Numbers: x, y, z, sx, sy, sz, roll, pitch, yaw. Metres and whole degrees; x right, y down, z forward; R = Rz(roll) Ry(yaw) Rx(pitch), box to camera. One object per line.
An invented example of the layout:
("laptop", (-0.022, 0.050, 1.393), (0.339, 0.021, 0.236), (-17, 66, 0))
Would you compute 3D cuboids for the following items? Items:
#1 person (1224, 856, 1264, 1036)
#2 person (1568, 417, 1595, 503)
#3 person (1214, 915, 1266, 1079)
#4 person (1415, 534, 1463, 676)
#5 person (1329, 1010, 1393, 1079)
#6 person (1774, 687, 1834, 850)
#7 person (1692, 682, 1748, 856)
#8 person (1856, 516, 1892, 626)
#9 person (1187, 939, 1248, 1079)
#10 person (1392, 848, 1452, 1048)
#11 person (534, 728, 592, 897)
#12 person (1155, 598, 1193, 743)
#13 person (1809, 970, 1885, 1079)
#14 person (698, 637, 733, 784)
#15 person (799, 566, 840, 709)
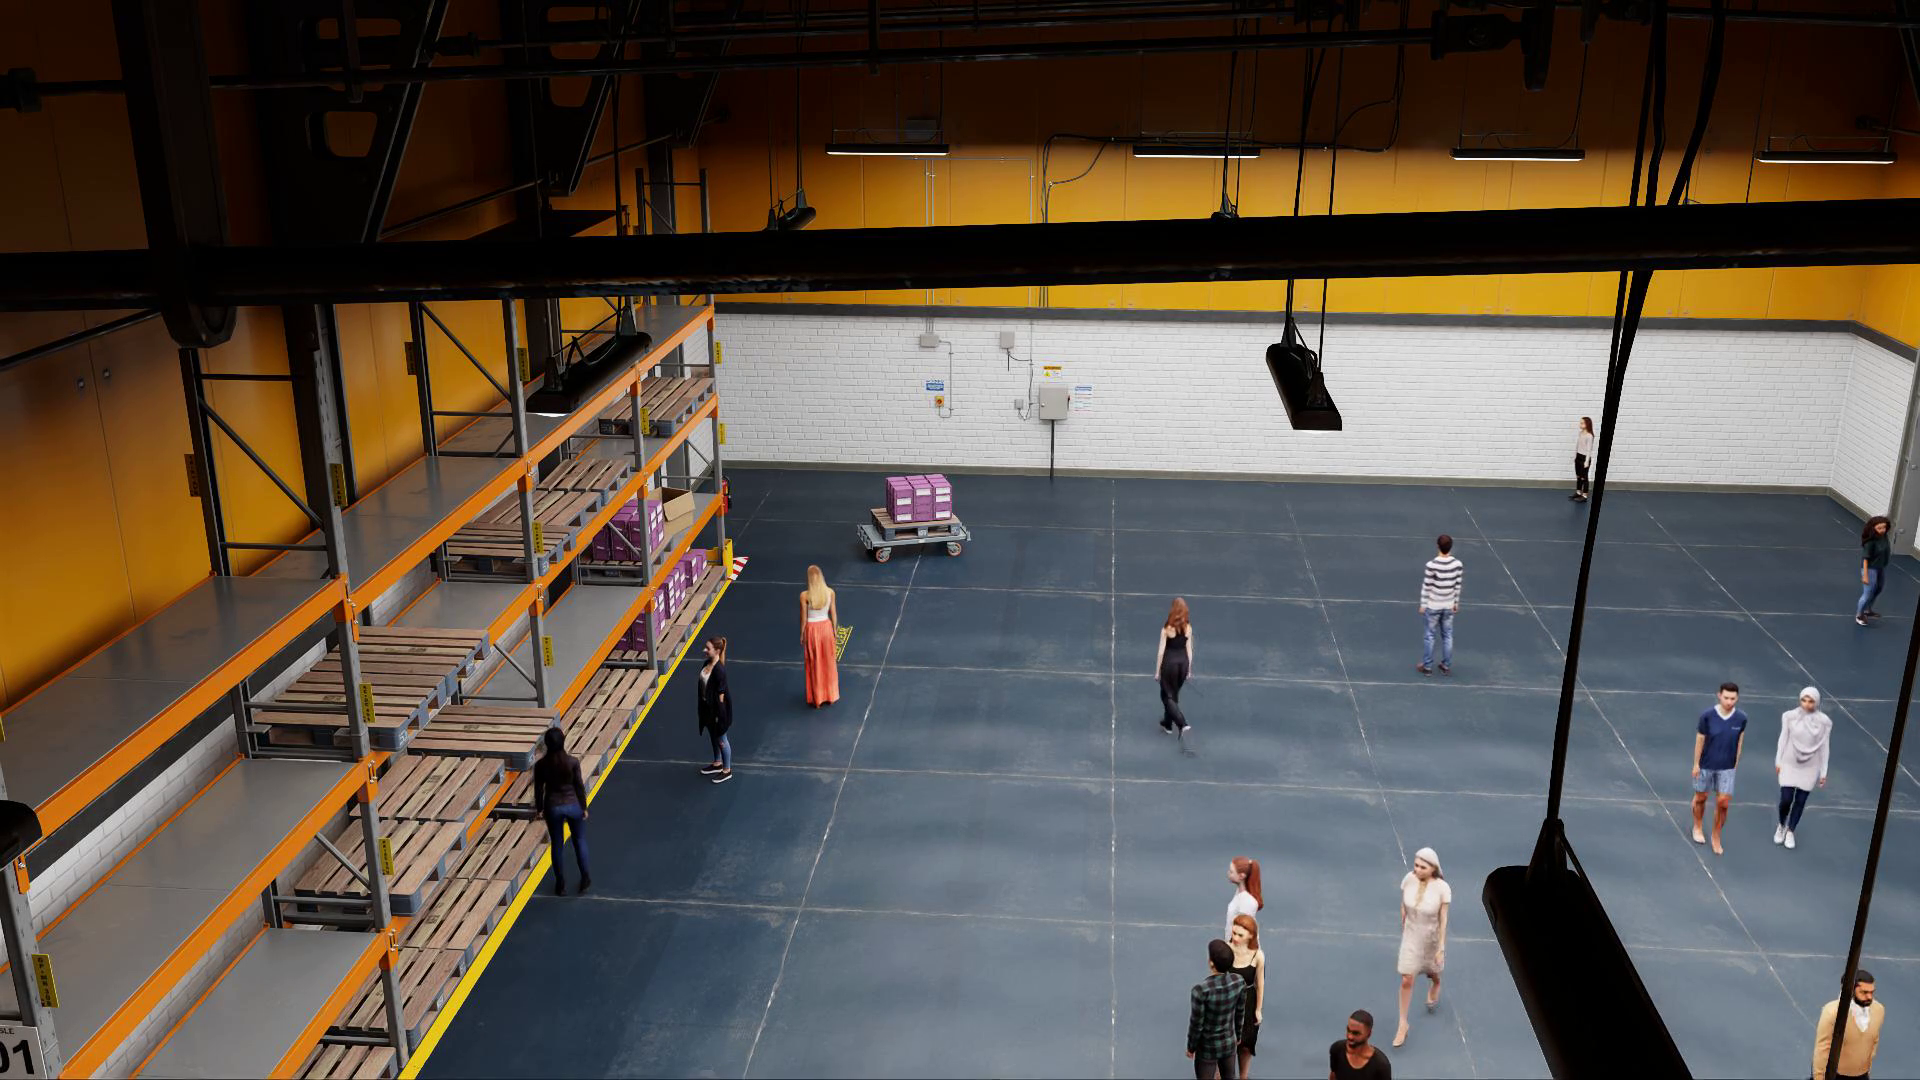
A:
("person", (2.419, 3.423, 13.733), (0.682, 1.725, 0.565), (4, 19, 11))
("person", (10.654, -1.390, 28.409), (0.649, 1.482, 0.507), (-4, 19, -13))
("person", (2.190, 3.675, 13.140), (0.601, 1.626, 0.600), (4, 19, 12))
("person", (6.129, 0.830, 21.247), (0.673, 1.845, 0.585), (-2, 19, -5))
("person", (2.832, 4.083, 11.690), (0.992, 1.778, 1.168), (14, 23, 36))
("person", (8.598, 2.297, 17.018), (0.707, 1.763, 0.689), (7, 20, 21))
("person", (7.726, 2.256, 17.044), (0.699, 1.825, 0.811), (6, 19, 16))
("person", (12.556, 0.417, 22.879), (0.843, 1.585, 0.852), (-17, 25, -42))
("person", (1.998, 3.851, 12.870), (0.746, 1.714, 0.709), (-8, 20, -23))
("person", (3.924, 3.356, 13.969), (0.985, 1.703, 1.204), (13, 22, 33))
("person", (-3.848, 2.633, 16.055), (0.694, 1.742, 0.642), (-3, 19, -8))
("person", (2.523, 1.533, 19.343), (0.868, 1.727, 1.078), (-7, 20, -19))
("person", (6.468, 3.912, 12.310), (0.805, 1.708, 1.191), (-1, 19, -4))
("person", (-2.702, 1.860, 18.448), (0.759, 1.680, 0.678), (-12, 22, -31))
("person", (-1.730, 1.173, 20.297), (0.723, 1.800, 0.728), (-7, 20, -20))
